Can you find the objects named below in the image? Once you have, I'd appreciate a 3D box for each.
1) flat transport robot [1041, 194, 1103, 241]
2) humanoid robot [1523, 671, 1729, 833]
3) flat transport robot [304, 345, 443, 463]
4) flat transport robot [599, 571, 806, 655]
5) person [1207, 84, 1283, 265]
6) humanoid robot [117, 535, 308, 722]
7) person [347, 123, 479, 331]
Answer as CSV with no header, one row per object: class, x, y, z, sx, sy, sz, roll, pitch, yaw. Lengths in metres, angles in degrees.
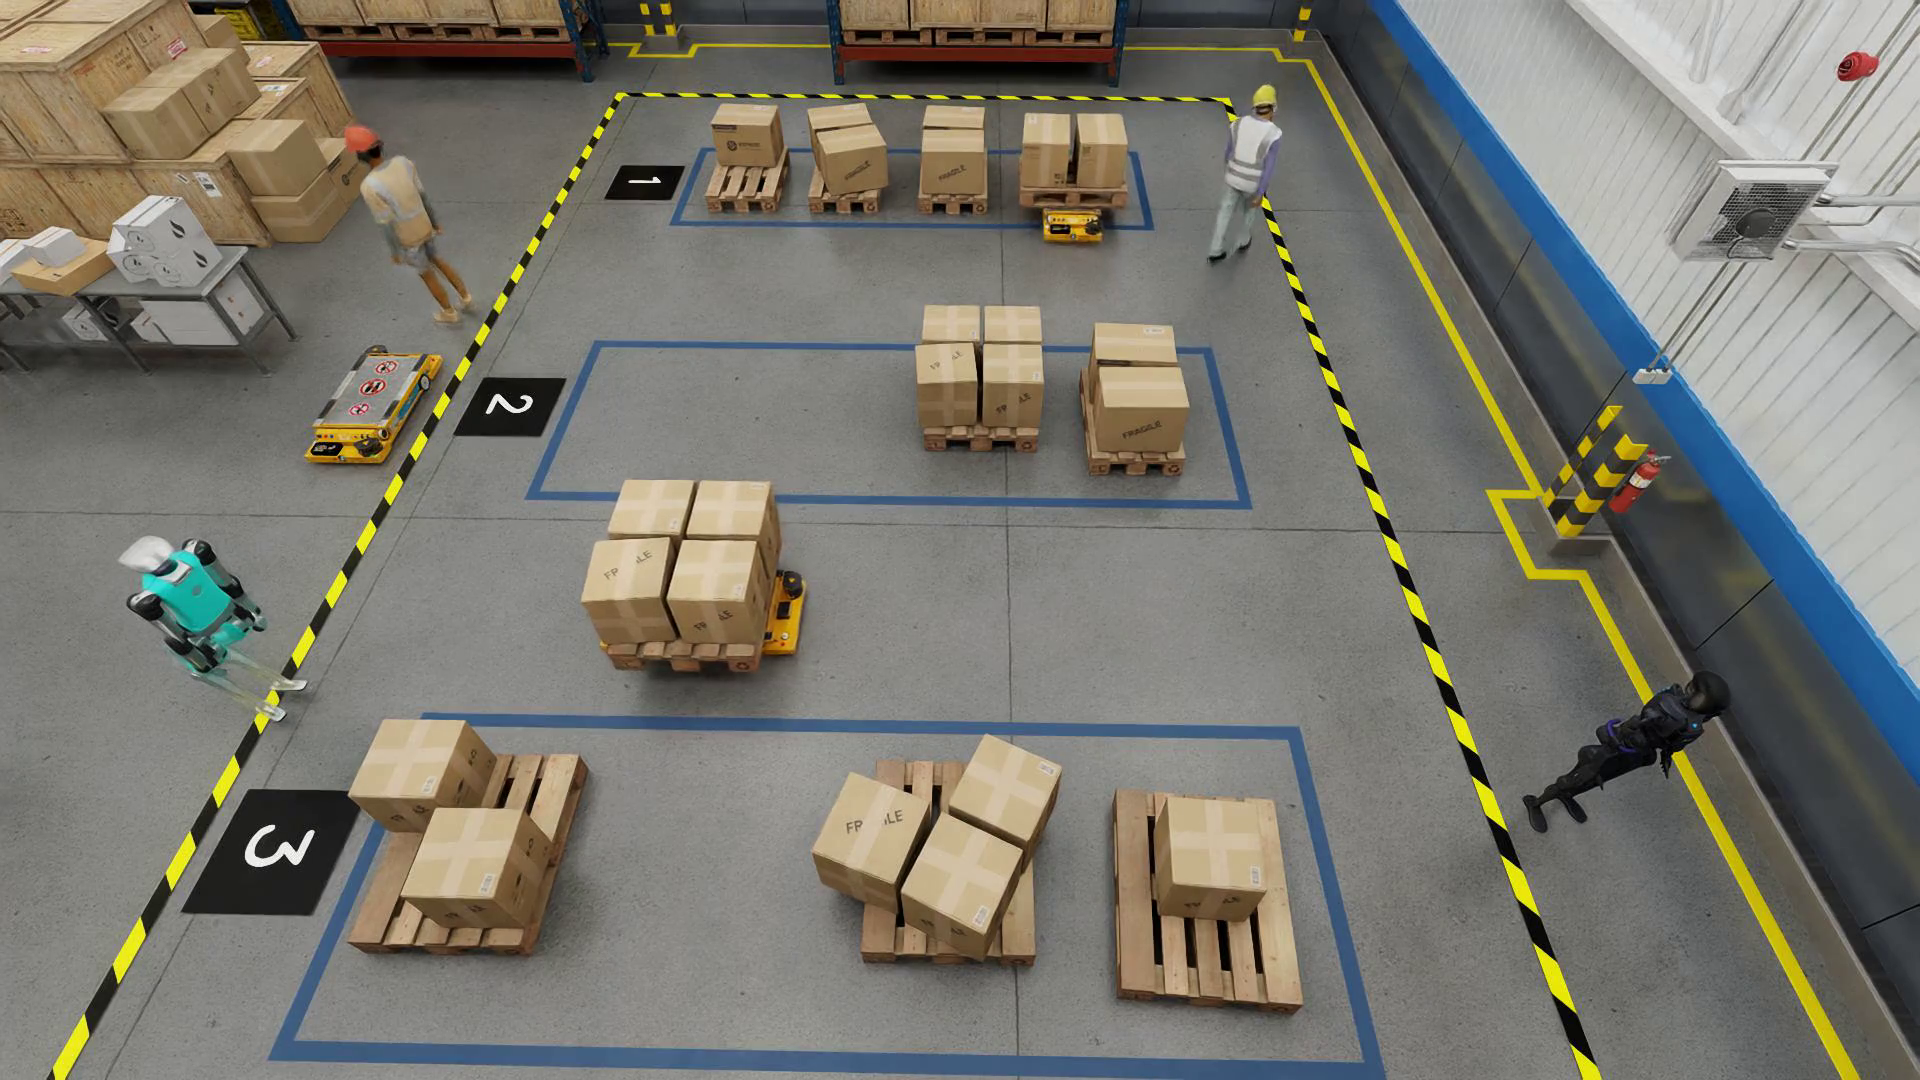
flat transport robot,1.283,-3.973,10.711,0.652,0.197,1.431,1,50,1
humanoid robot,3.924,1.252,5.376,0.599,1.655,0.315,-7,50,-6
flat transport robot,-5.383,-1.269,8.441,0.659,0.231,1.431,1,50,1
flat transport robot,-1.925,0.530,6.901,1.431,0.197,0.652,1,50,1
person,2.996,-3.781,9.571,0.612,1.783,0.831,31,57,24
humanoid robot,-4.862,0.558,5.845,0.735,1.677,0.533,9,50,8
person,-5.198,-2.919,8.676,0.388,2.040,0.613,12,51,10
